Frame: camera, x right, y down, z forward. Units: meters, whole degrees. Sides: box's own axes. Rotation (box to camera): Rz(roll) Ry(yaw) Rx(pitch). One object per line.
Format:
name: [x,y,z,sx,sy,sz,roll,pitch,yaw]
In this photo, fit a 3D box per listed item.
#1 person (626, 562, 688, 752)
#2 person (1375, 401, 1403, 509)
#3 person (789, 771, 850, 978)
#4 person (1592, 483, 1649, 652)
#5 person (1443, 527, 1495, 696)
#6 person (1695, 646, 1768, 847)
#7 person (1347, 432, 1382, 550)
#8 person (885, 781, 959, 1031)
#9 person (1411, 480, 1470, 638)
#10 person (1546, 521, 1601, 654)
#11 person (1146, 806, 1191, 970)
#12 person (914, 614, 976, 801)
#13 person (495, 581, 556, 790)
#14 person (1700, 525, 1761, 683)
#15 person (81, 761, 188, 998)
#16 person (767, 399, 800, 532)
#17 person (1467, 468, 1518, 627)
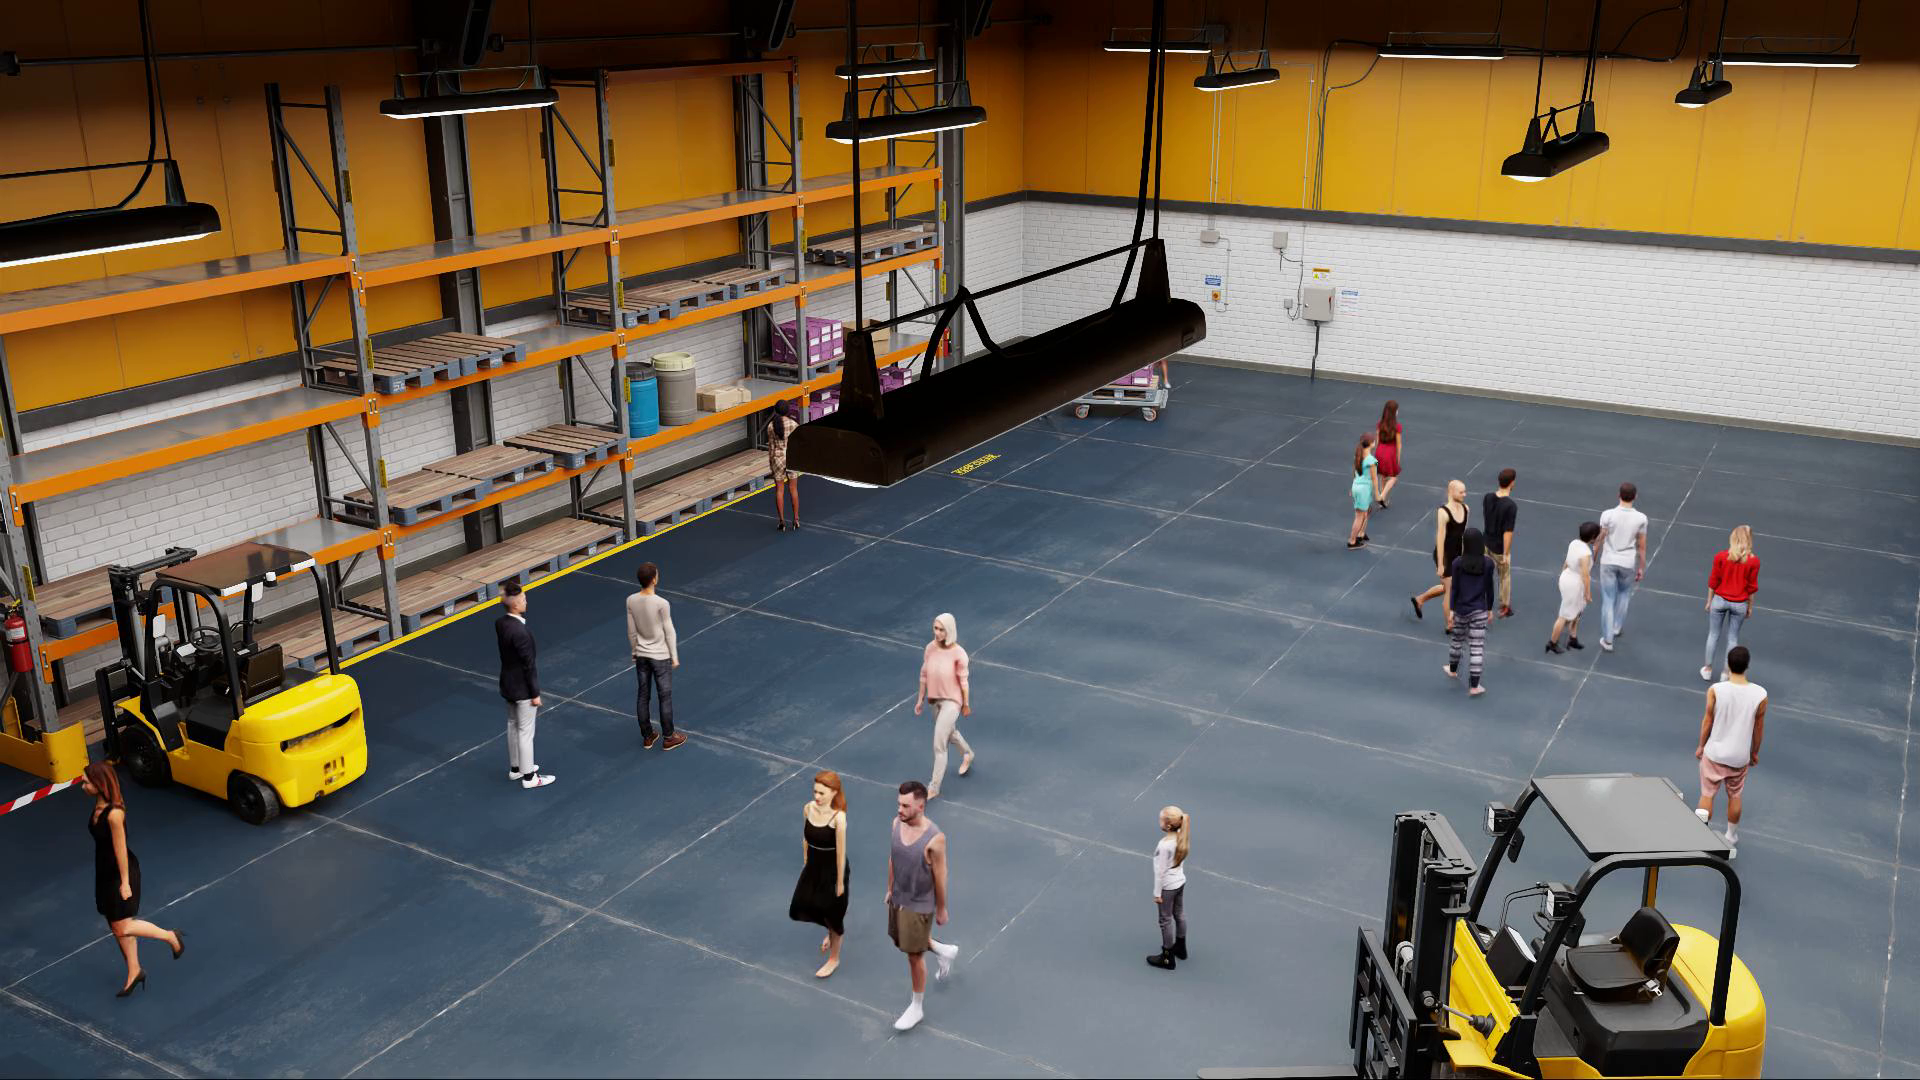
person: [-2.912,1.098,15.772,0.691,1.868,0.624,7,20,19]
person: [5.874,-1.153,22.967,0.602,1.542,0.801,14,23,35]
person: [-0.930,2.413,12.262,0.607,1.617,0.717,12,22,32]
person: [7.197,0.321,18.153,0.884,1.821,1.077,2,19,6]
person: [5.255,0.757,17.067,0.902,1.686,1.088,2,19,7]
person: [6.432,1.756,13.947,0.706,1.784,0.658,4,19,12]
person: [5.122,-0.619,21.376,0.779,1.544,0.714,-7,20,-19]
person: [-0.270,2.477,11.665,0.794,1.829,1.047,15,24,37]
person: [5.402,0.179,18.619,1.046,1.792,0.932,-15,23,-37]
person: [6.551,0.539,17.976,0.789,1.522,0.743,-2,19,-5]
person: [1.573,2.561,12.357,0.578,1.274,0.458,14,23,36]
person: [-0.079,1.445,15.025,0.728,1.688,1.155,14,23,36]
person: [-4.002,1.288,15.066,0.734,1.959,0.781,-15,24,-37]
person: [8.008,0.670,17.309,0.656,1.699,0.574,7,20,20]
person: [-5.934,2.421,11.917,0.865,1.821,0.701,-17,25,-42]
person: [-2.329,-0.996,22.106,0.672,1.794,0.713,-2,19,-7]
person: [5.946,0.136,18.731,1.293,1.802,0.903,-14,23,-36]
